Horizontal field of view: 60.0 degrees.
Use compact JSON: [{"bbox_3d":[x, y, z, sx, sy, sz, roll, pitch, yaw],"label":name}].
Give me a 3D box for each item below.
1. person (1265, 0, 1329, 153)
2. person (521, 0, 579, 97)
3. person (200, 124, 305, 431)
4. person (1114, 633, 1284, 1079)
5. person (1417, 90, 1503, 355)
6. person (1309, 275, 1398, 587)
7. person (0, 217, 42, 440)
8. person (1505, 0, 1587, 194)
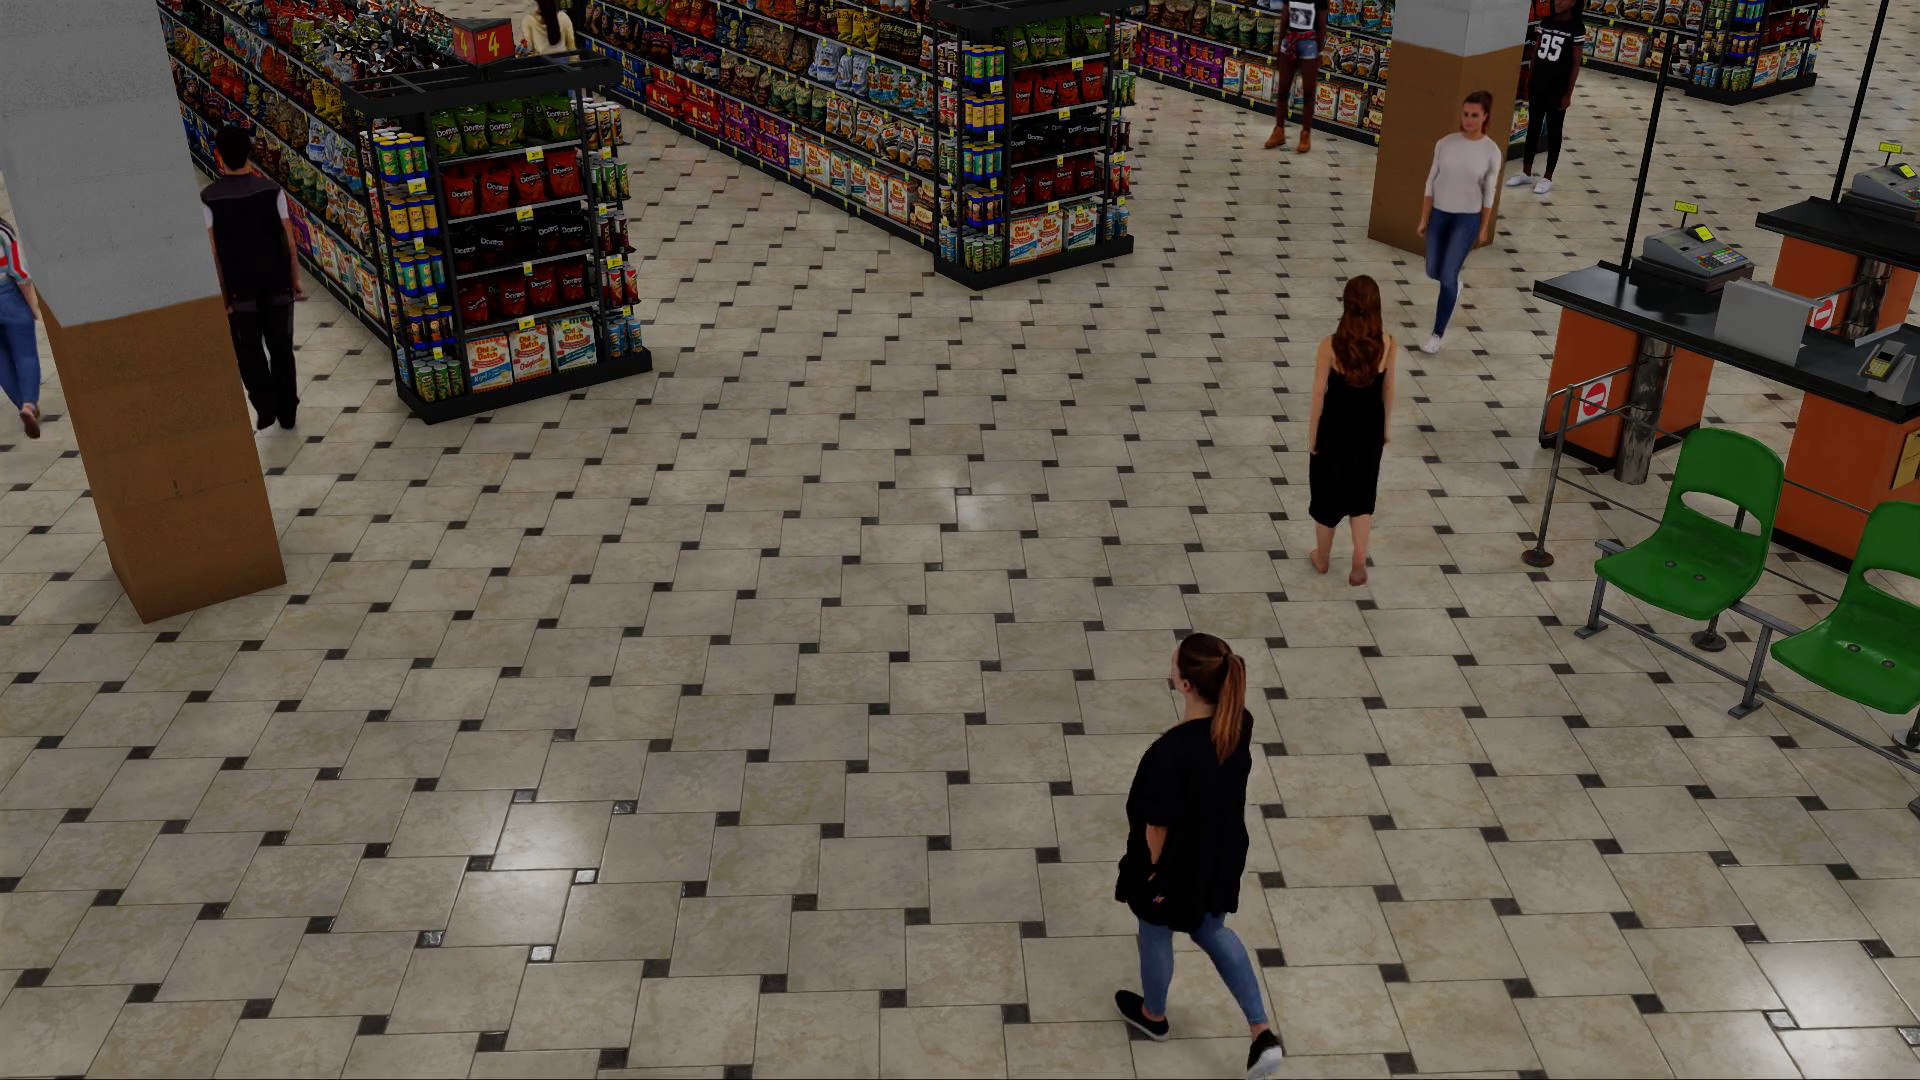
[{"bbox_3d":[3.138,-4.467,15.320,0.636,1.724,0.743,18,33,30],"label":"person"},{"bbox_3d":[-3.598,-4.083,14.725,0.699,1.620,0.646,-14,31,-23],"label":"person"},{"bbox_3d":[-4.079,-1.468,9.712,0.707,1.834,0.820,-14,31,-23],"label":"person"},{"bbox_3d":[0.792,1.048,5.277,0.606,1.668,0.921,-19,34,-31],"label":"person"},{"bbox_3d":[3.309,-2.131,11.066,1.061,1.699,0.876,19,34,31],"label":"person"},{"bbox_3d":[1.920,-0.484,8.142,0.808,1.612,0.907,0,29,0],"label":"person"},{"bbox_3d":[-5.624,-1.329,9.704,0.730,1.598,0.979,-11,31,-19],"label":"person"},{"bbox_3d":[5.047,-3.860,14.203,0.671,1.728,0.520,-20,35,-33],"label":"person"}]
